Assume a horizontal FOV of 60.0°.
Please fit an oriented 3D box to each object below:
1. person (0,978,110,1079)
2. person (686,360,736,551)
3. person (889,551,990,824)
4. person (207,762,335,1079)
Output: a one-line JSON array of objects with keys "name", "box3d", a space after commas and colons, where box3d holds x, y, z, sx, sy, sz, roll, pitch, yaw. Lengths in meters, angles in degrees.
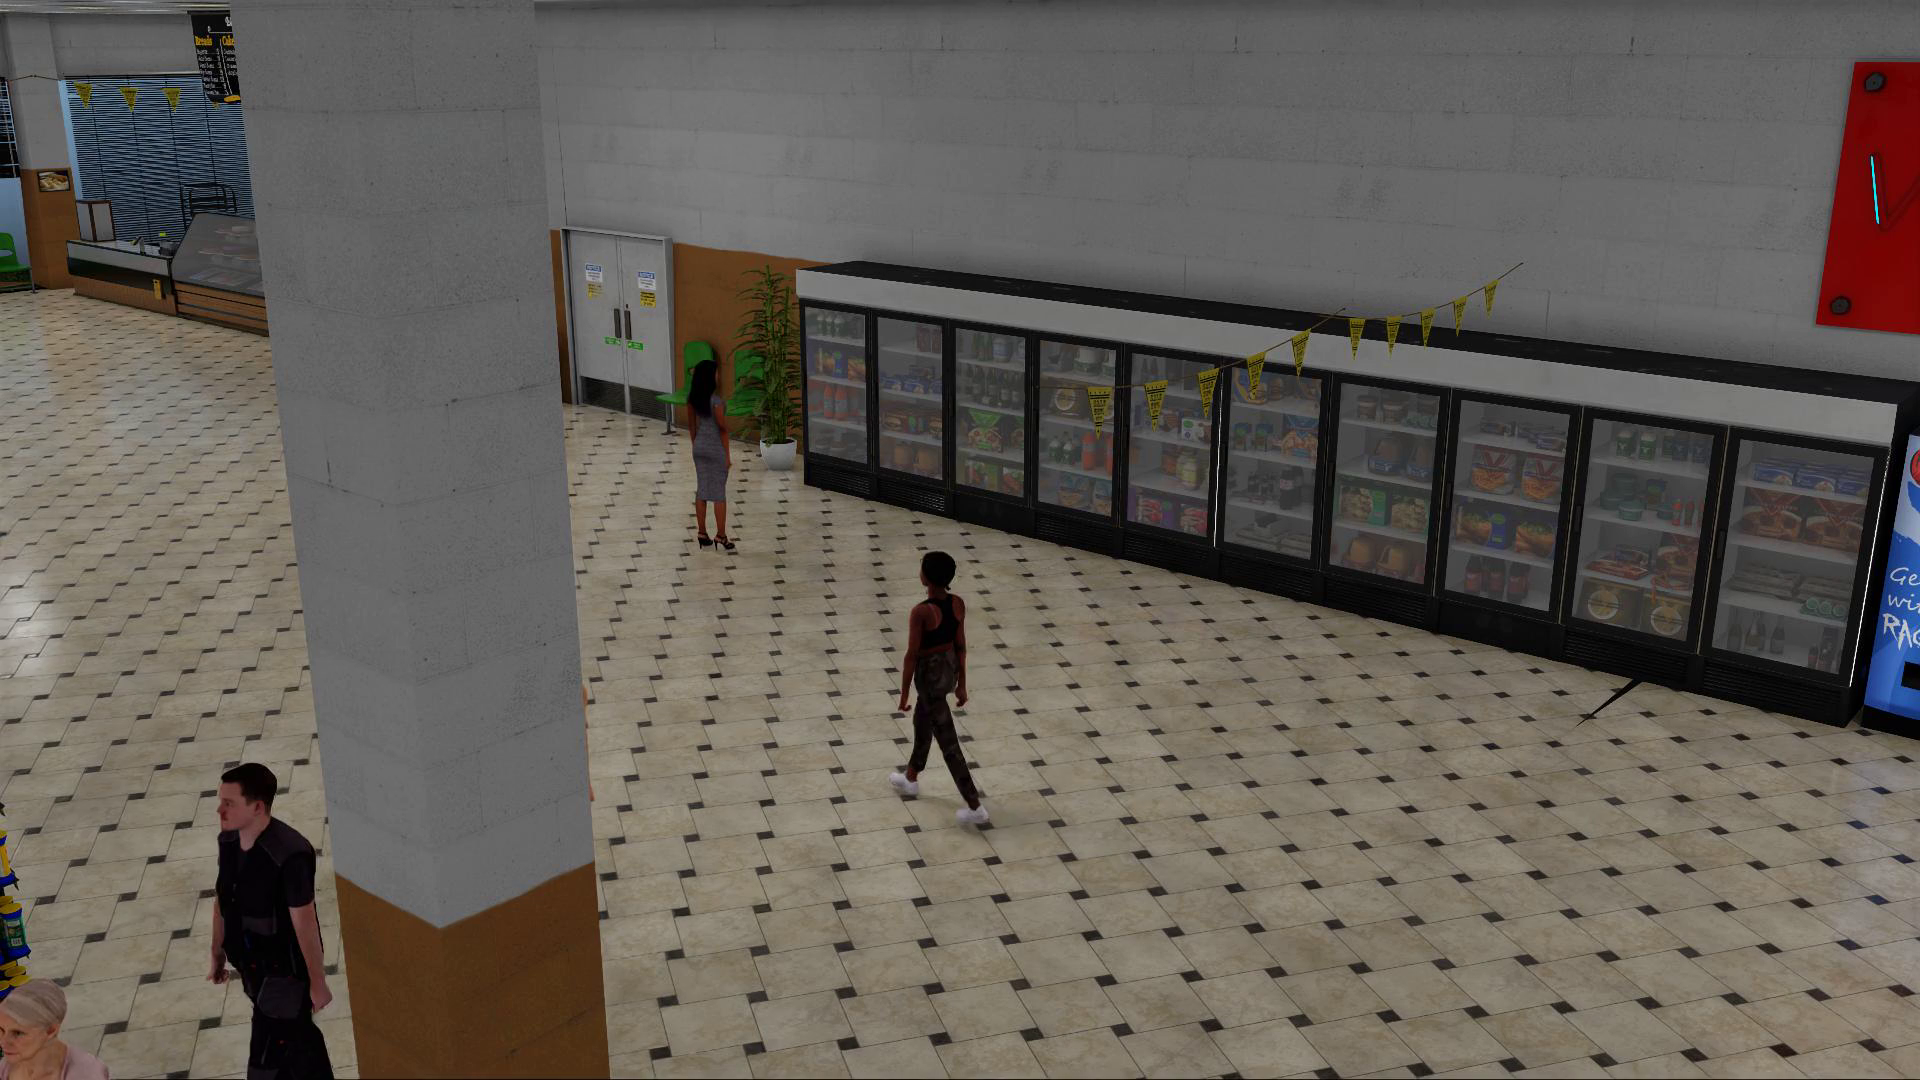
[{"name": "person", "box3d": [-2.977, 2.215, 5.713, 0.898, 1.658, 1.088, 4, 17, 14]}, {"name": "person", "box3d": [-2.312, -0.781, 15.369, 0.610, 1.781, 0.555, 10, 20, 30]}, {"name": "person", "box3d": [-0.089, 0.919, 9.985, 1.118, 1.657, 0.743, -15, 22, -40]}, {"name": "person", "box3d": [-2.750, 1.759, 6.918, 0.748, 1.831, 0.741, 14, 22, 39]}]
